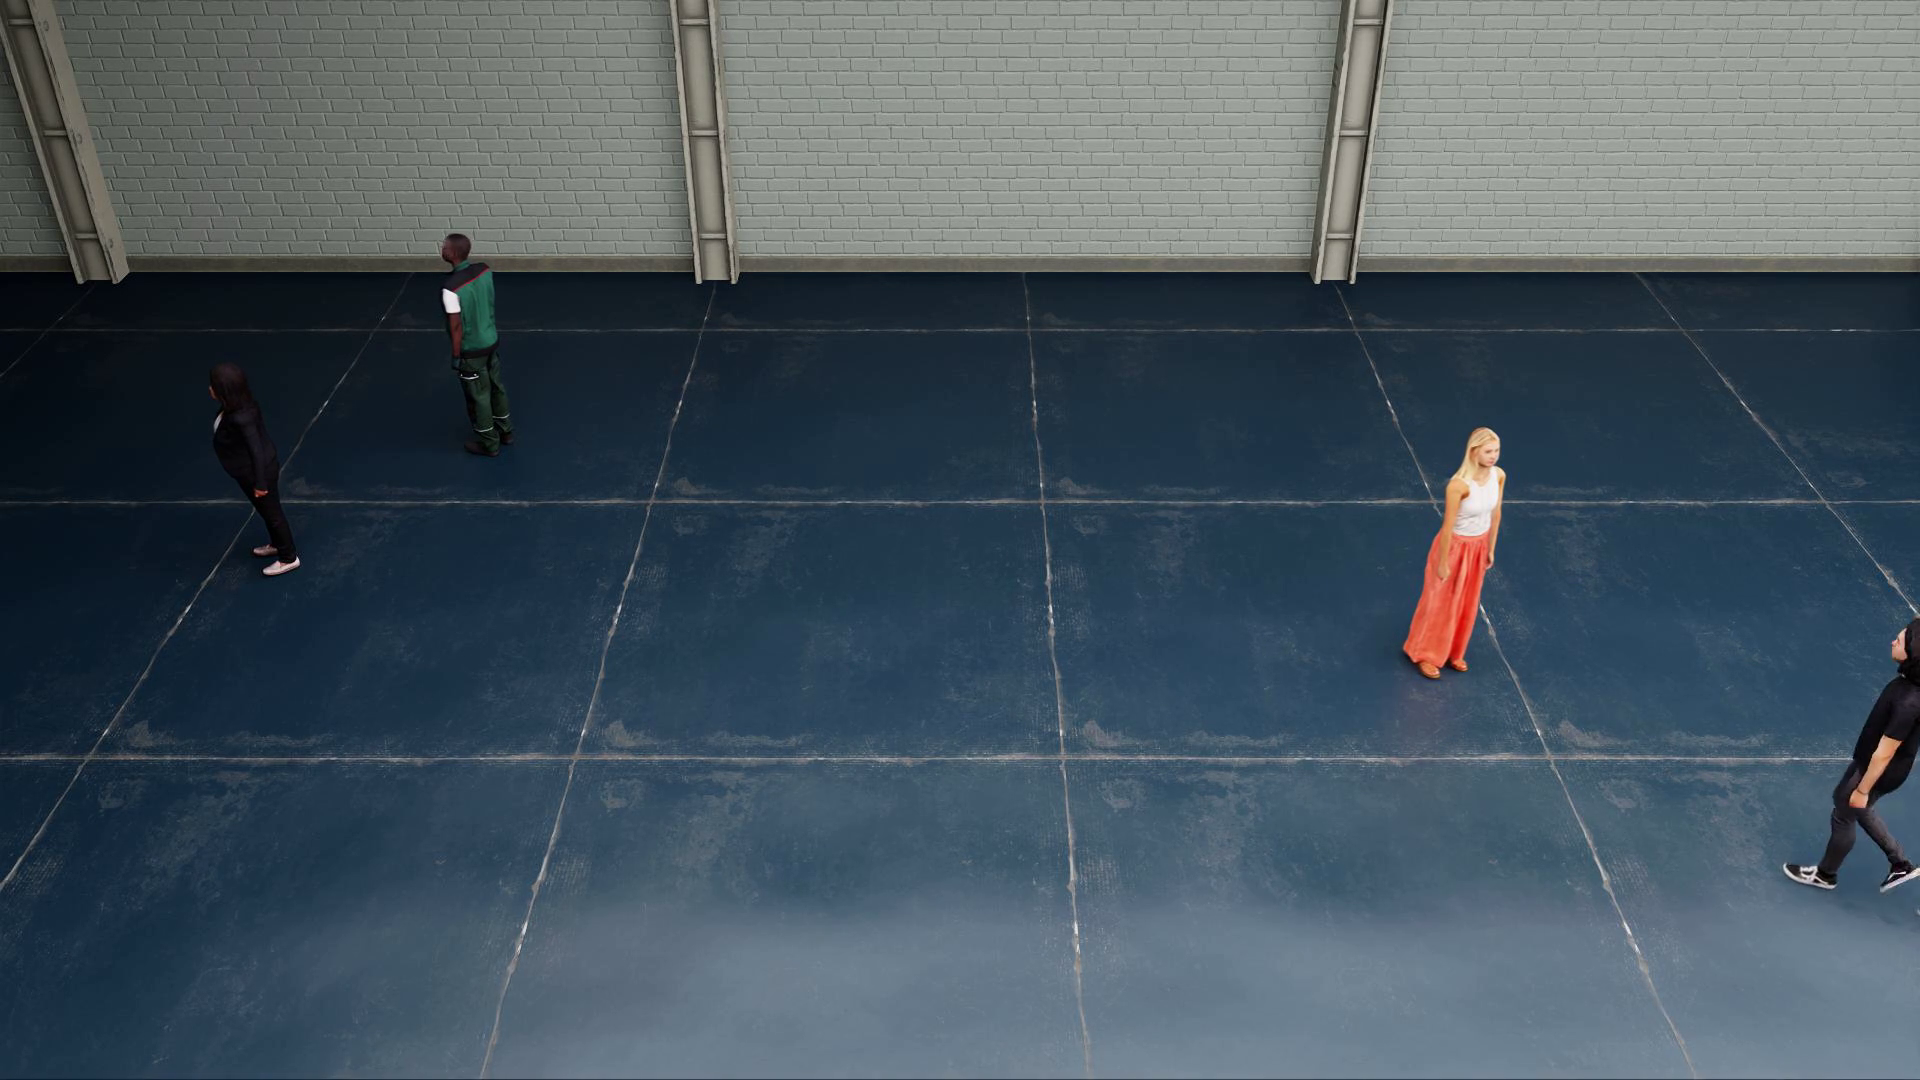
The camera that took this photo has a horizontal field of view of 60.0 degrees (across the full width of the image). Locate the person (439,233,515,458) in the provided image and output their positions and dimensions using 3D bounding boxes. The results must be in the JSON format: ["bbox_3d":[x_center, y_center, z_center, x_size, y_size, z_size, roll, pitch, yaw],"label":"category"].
[{"bbox_3d":[-3.770,-1.520,12.938,0.751,1.839,0.773,14,36,20],"label":"person"}]

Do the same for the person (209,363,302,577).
[{"bbox_3d":[-4.910,-0.508,11.587,0.791,1.616,0.769,-18,37,-25],"label":"person"}]

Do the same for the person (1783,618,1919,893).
[{"bbox_3d":[4.930,1.206,8.765,0.998,1.820,0.908,21,39,29],"label":"person"}]

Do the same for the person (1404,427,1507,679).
[{"bbox_3d":[3.167,0.073,10.525,0.685,1.801,0.775,-17,37,-24],"label":"person"}]
